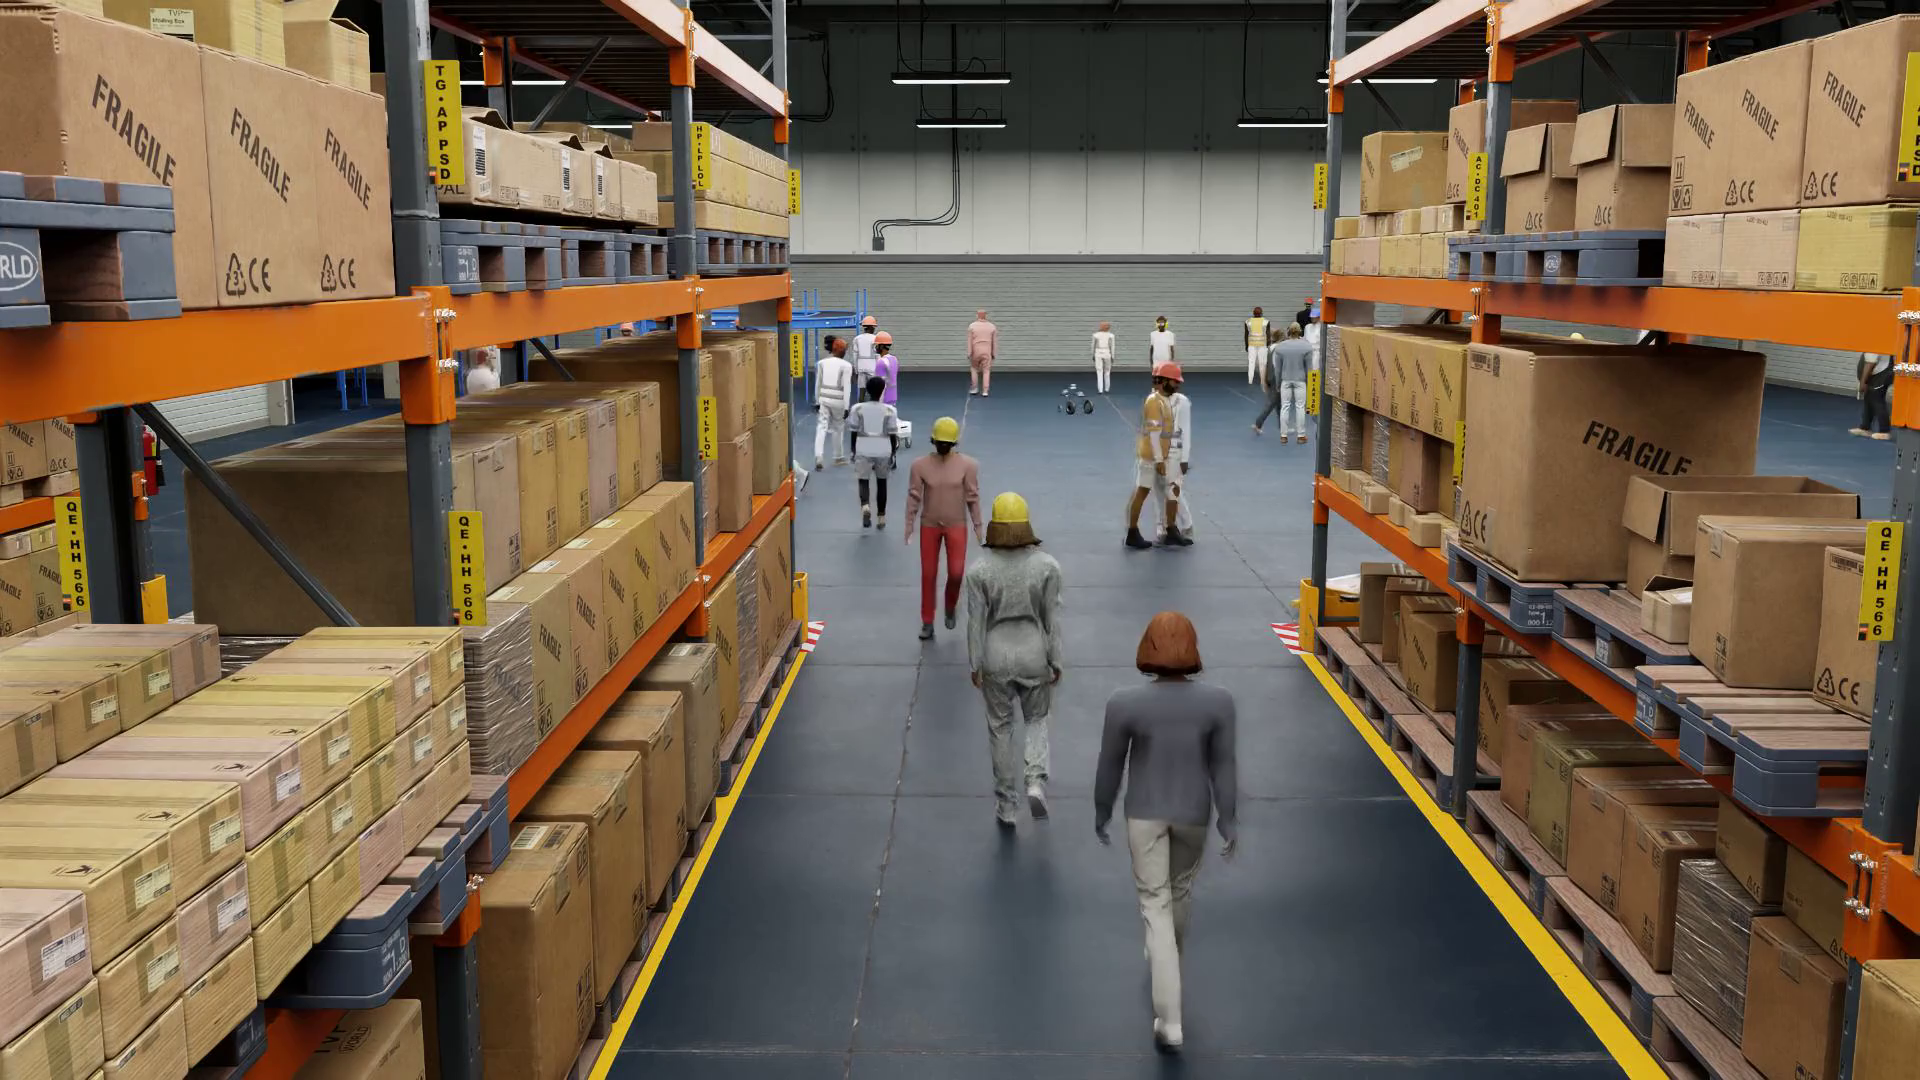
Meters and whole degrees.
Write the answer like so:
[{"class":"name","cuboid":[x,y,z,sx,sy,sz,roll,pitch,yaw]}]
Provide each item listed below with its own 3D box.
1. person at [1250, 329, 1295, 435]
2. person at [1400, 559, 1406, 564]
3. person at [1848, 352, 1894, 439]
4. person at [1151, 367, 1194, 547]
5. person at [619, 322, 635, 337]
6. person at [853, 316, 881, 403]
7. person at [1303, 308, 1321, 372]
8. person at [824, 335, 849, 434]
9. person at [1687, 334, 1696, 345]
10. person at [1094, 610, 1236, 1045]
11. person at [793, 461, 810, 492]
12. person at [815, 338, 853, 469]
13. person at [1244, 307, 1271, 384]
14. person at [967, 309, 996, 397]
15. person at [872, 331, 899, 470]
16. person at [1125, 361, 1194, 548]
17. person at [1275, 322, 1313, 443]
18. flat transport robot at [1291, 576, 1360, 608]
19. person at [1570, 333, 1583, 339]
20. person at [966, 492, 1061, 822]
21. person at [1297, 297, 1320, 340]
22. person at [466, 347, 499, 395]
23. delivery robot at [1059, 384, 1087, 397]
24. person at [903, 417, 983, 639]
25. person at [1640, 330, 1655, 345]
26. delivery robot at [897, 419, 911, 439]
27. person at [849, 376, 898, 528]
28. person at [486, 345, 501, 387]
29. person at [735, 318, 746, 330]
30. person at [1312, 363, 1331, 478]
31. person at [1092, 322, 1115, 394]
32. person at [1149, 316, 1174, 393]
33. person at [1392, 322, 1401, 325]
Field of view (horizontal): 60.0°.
[{"class":"person","cuboid":[5.261,-2.648,27.987,0.921,1.793,0.538,-5,11,-26]},{"class":"person","cuboid":[4.406,-0.587,15.504,0.555,1.822,0.941,-8,12,-39]},{"class":"person","cuboid":[15.064,-2.669,27.462,0.762,2.000,0.760,8,12,39]},{"class":"person","cuboid":[2.175,-0.868,17.107,0.550,1.861,0.623,-7,12,-37]},{"class":"person","cuboid":[-5.467,-2.615,27.257,0.630,1.946,0.973,-2,10,-14]},{"class":"person","cuboid":[-1.658,-3.087,30.158,0.546,1.934,0.376,4,10,25]},{"class":"person","cuboid":[7.740,-4.069,36.102,0.750,1.925,0.620,-7,12,-35]},{"class":"person","cuboid":[-2.127,-2.646,28.259,0.399,1.688,0.544,-4,10,-22]},{"class":"person","cuboid":[15.579,-3.947,35.885,0.565,1.735,0.547,-2,10,-11]},{"class":"person","cuboid":[0.781,1.053,6.379,0.516,1.583,0.852,-1,10,-6]},{"class":"person","cuboid":[-2.253,-1.511,20.849,0.733,1.898,0.614,2,10,15]},{"class":"person","cuboid":[-1.833,-1.937,23.594,0.658,1.837,0.956,4,10,23]},{"class":"person","cuboid":[7.150,-4.680,39.968,0.627,1.847,0.429,3,10,16]},{"class":"person","cuboid":[0.449,-4.084,36.291,0.673,1.877,0.801,-2,10,-11]},{"class":"person","cuboid":[-1.067,-1.951,23.336,0.354,1.939,0.544,3,10,18]},{"class":"person","cuboid":[2.057,-0.853,16.855,0.822,1.893,0.602,5,11,27]},{"class":"person","cuboid":[5.388,-2.539,26.861,0.629,1.940,0.373,4,10,21]},{"class":"flat transport robot","cuboid":[3.531,0.442,14.113,1.431,0.197,0.652,-8,12,-38]},{"class":"person","cuboid":[9.952,-2.468,26.963,0.329,1.767,0.524,9,13,44]},{"class":"person","cuboid":[0.274,0.613,8.559,0.493,1.730,0.402,-1,9,-4]},{"class":"person","cuboid":[9.089,-5.338,43.455,0.617,1.993,0.396,3,10,16]},{"class":"person","cuboid":[-5.911,-1.446,20.604,0.886,1.891,0.653,-8,12,-39]},{"class":"delivery robot","cuboid":[2.197,-2.903,32.246,0.335,0.223,0.698,-5,11,-29]},{"class":"person","cuboid":[-0.130,-0.091,12.796,0.623,1.733,0.426,1,10,7]},{"class":"person","cuboid":[14.748,-3.925,35.559,0.648,1.805,0.567,-3,10,-18]},{"class":"delivery robot","cuboid":[-1.078,-1.733,26.012,0.477,0.478,0.707,6,11,33]},{"class":"person","cuboid":[-0.935,-0.943,18.075,0.535,1.675,0.655,0,9,-2]},{"class":"person","cuboid":[-8.377,-2.994,29.824,0.319,1.866,0.512,0,9,3]},{"class":"person","cuboid":[-4.083,-3.189,30.888,0.566,1.884,0.972,-4,10,-23]},{"class":"person","cuboid":[5.038,-1.783,22.294,0.630,1.948,0.548,-3,10,-20]},{"class":"person","cuboid":[3.186,-4.053,36.967,0.513,1.594,0.851,1,9,4]},{"class":"person","cuboid":[4.112,-3.652,33.893,0.551,1.827,0.980,3,10,17]},{"class":"person","cuboid":[7.991,-3.089,30.493,0.649,1.823,0.438,6,11,31]}]
